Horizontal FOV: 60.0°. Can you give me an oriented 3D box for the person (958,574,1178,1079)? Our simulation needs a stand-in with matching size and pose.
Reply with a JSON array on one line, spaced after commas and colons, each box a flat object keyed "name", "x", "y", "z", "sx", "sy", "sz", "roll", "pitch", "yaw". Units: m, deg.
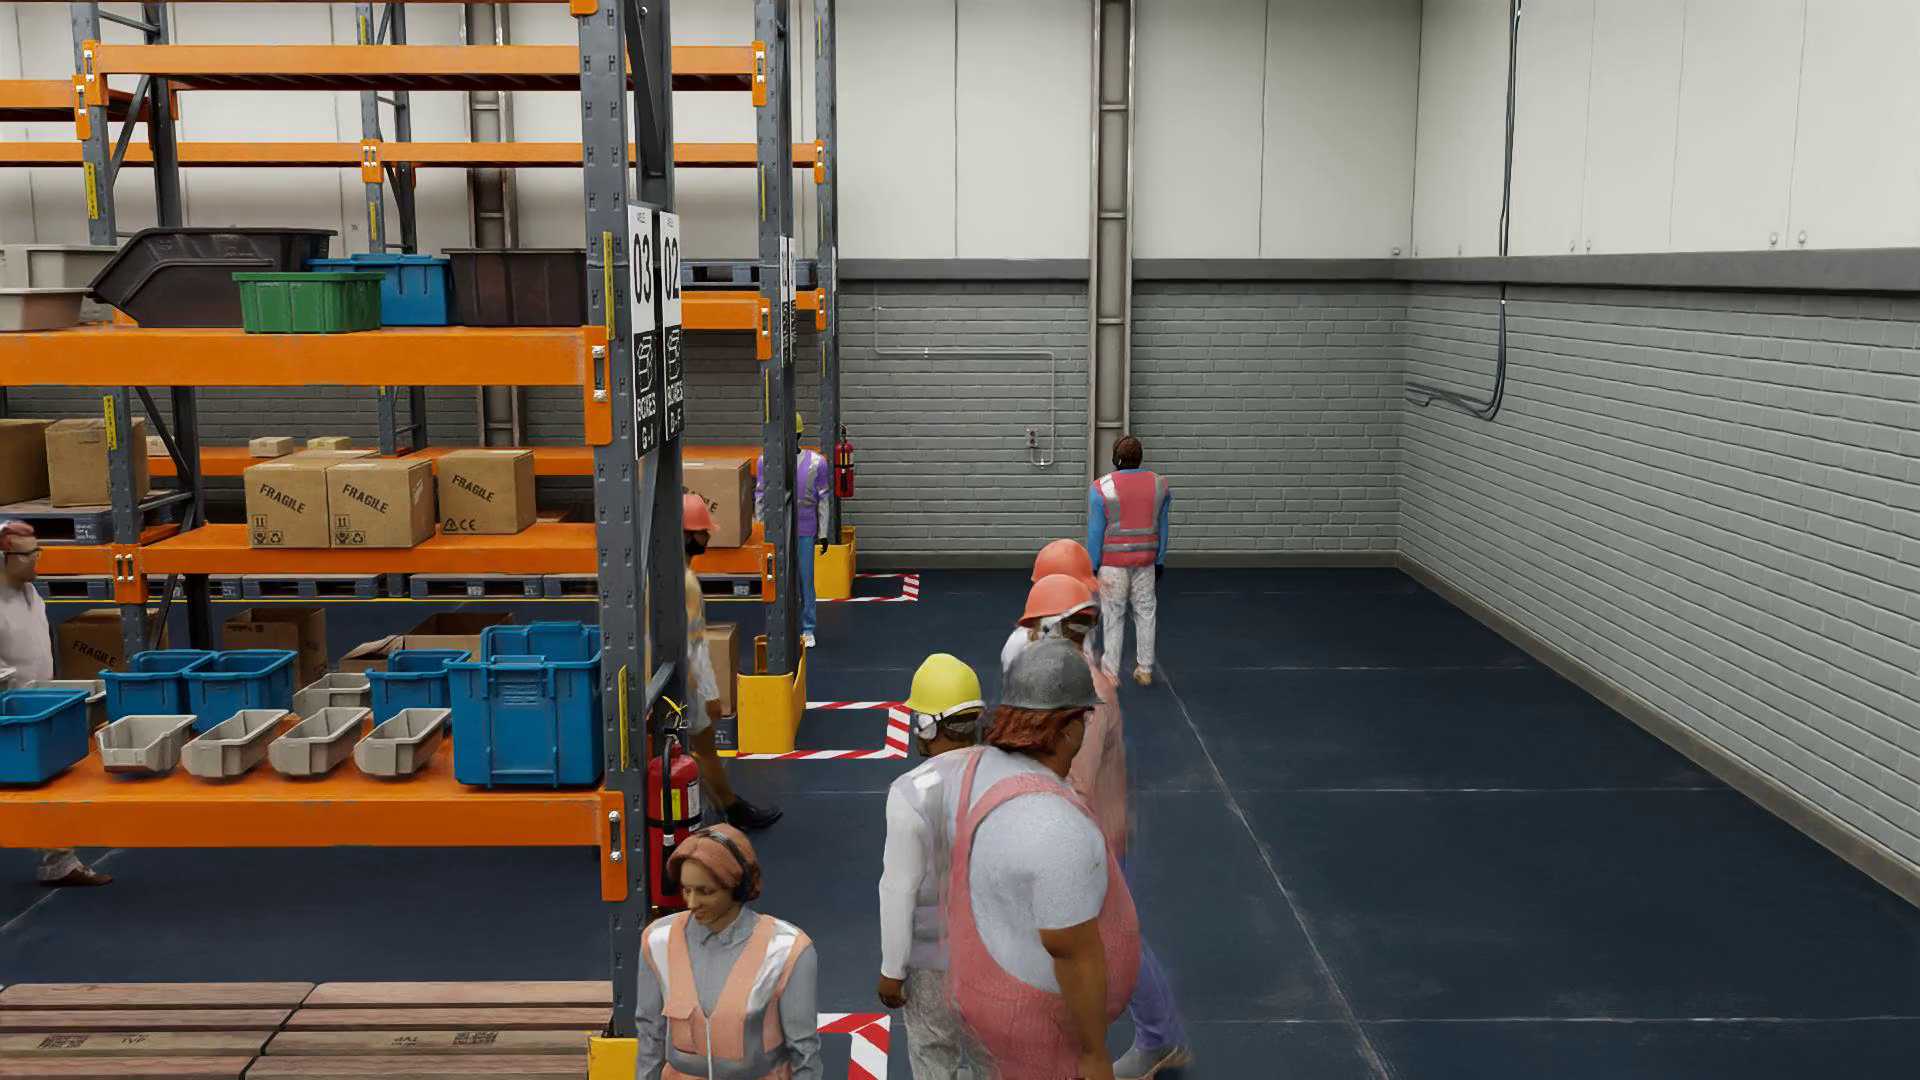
[{"name": "person", "x": 0.419, "y": 1.091, "z": 6.079, "sx": 0.925, "sy": 1.934, "sz": 0.608, "roll": -3, "pitch": 10, "yaw": -17}]

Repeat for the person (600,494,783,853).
[{"name": "person", "x": -1.436, "y": 0.700, "z": 8.634, "sx": 1.011, "sy": 1.882, "sz": 0.572, "roll": -4, "pitch": 10, "yaw": -22}]

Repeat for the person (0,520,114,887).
[{"name": "person", "x": -4.667, "y": 0.824, "z": 7.945, "sx": 0.886, "sy": 1.867, "sz": 0.655, "roll": -1, "pitch": 9, "yaw": -4}]

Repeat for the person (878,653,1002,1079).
[{"name": "person", "x": -0.033, "y": 1.268, "z": 5.338, "sx": 0.404, "sy": 1.823, "sz": 0.597, "roll": 9, "pitch": 13, "yaw": 44}]

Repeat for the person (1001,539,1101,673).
[{"name": "person", "x": 0.413, "y": 0.950, "z": 6.915, "sx": 0.376, "sy": 1.935, "sz": 0.550, "roll": 7, "pitch": 12, "yaw": 37}]

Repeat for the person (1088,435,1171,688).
[{"name": "person", "x": 1.204, "y": 0.156, "z": 12.079, "sx": 0.626, "sy": 1.844, "sz": 0.429, "roll": -3, "pitch": 10, "yaw": -18}]

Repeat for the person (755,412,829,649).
[{"name": "person", "x": -1.343, "y": -0.082, "z": 13.284, "sx": 0.593, "sy": 1.922, "sz": 0.384, "roll": 1, "pitch": 9, "yaw": 4}]

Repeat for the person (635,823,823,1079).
[{"name": "person", "x": -0.597, "y": 1.523, "z": 4.341, "sx": 0.529, "sy": 1.631, "sz": 0.312, "roll": 3, "pitch": 10, "yaw": 17}]
